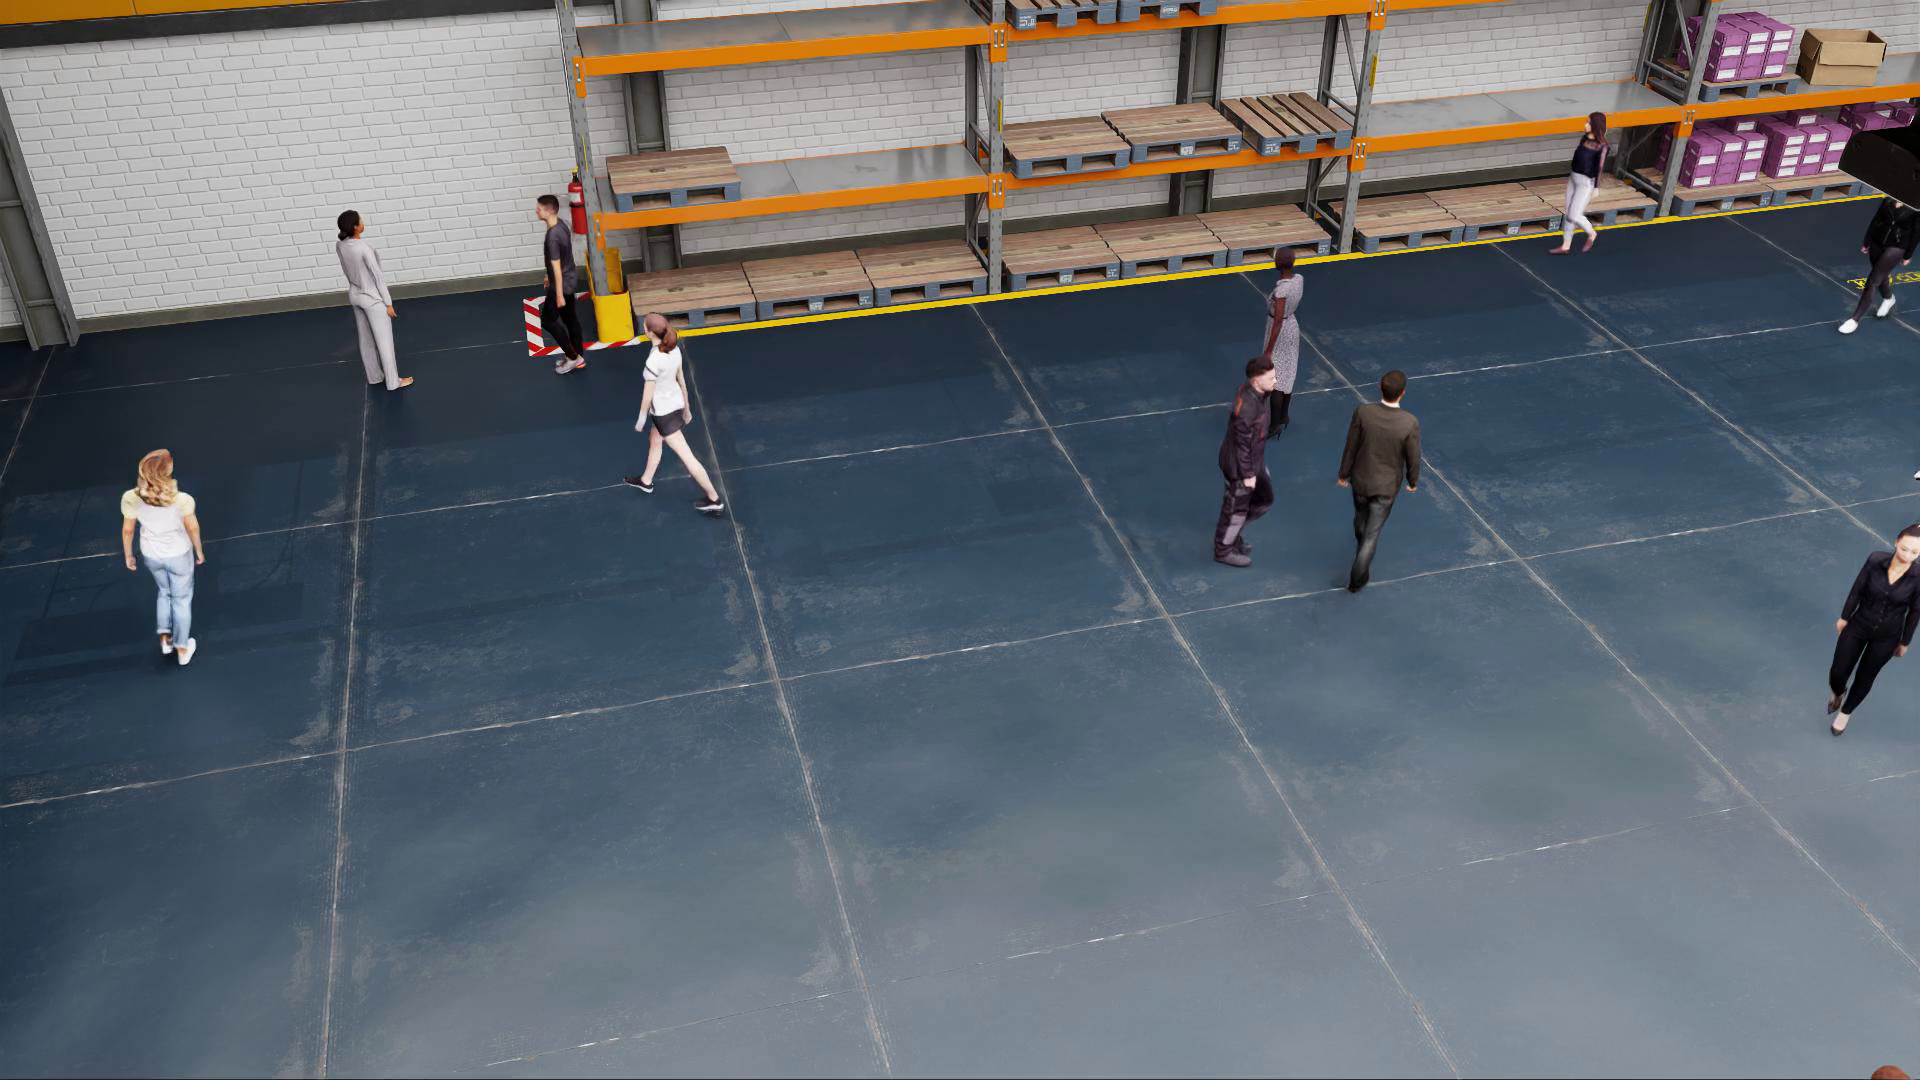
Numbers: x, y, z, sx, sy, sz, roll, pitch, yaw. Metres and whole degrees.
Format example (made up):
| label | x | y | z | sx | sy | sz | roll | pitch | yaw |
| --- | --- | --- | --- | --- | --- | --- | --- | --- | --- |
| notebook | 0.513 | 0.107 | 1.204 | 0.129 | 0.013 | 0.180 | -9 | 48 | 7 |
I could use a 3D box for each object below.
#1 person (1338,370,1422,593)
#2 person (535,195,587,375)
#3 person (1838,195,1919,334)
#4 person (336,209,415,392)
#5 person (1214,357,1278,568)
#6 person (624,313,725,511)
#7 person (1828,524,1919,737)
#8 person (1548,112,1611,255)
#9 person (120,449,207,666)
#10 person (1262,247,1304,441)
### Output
| label | x | y | z | sx | sy | sz | roll | pitch | yaw |
| --- | --- | --- | --- | --- | --- | --- | --- | --- | --- |
| person | 3.113 | -0.409 | 12.539 | 1.119 | 1.774 | 1.169 | 16 | 37 | 23 |
| person | -3.647 | -2.385 | 15.529 | 0.665 | 1.755 | 0.696 | -2 | 34 | -4 |
| person | 9.167 | -2.871 | 16.355 | 1.221 | 1.649 | 0.854 | -19 | 38 | -27 |
| person | -5.436 | -2.208 | 15.280 | 0.706 | 1.734 | 0.762 | 19 | 38 | 26 |
| person | 2.094 | -0.609 | 12.779 | 0.887 | 1.840 | 0.847 | 12 | 35 | 17 |
| person | -2.284 | -0.970 | 13.454 | 1.231 | 1.694 | 1.013 | 11 | 35 | 16 |
| person | 6.095 | 0.588 | 11.103 | 0.751 | 1.702 | 0.809 | 20 | 39 | 27 |
| person | 6.707 | -3.798 | 17.793 | 0.741 | 1.601 | 0.643 | -5 | 34 | -7 |
| person | -5.619 | 0.146 | 11.782 | 0.595 | 1.687 | 0.806 | -12 | 36 | -18 |
| person | 2.793 | -1.711 | 14.485 | 0.759 | 1.787 | 0.690 | 19 | 38 | 26 |
